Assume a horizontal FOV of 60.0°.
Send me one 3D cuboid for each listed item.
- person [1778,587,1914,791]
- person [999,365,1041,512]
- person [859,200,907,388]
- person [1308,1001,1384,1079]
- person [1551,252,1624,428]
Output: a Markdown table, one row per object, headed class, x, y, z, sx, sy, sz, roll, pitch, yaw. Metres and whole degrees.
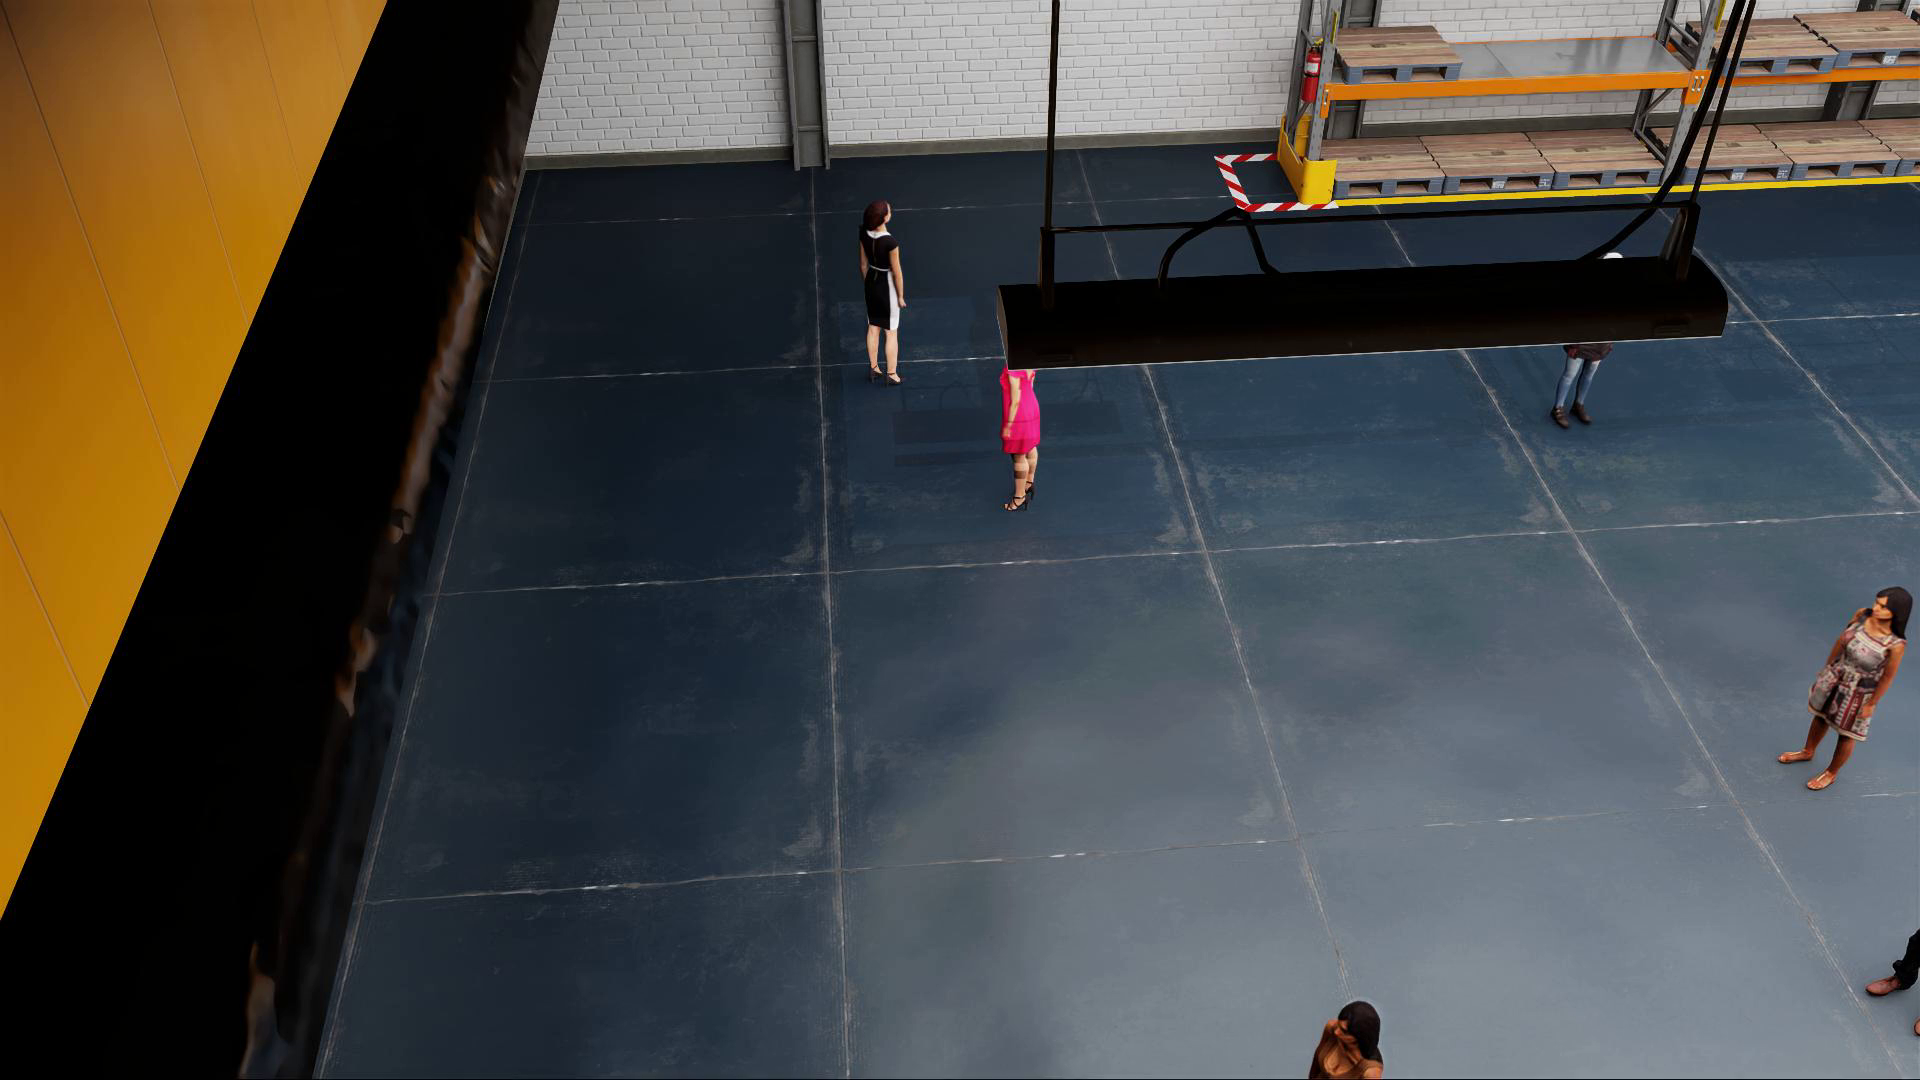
| class | x | y | z | sx | sy | sz | roll | pitch | yaw |
| --- | --- | --- | --- | --- | --- | --- | --- | --- | --- |
| person | 5.821 | 0.941 | 10.825 | 0.608 | 1.645 | 0.696 | -11 | 40 | -14 |
| person | 0.494 | -0.994 | 13.180 | 0.688 | 1.729 | 0.659 | 17 | 42 | 20 |
| person | -0.682 | -2.150 | 14.574 | 0.620 | 1.796 | 0.699 | 24 | 44 | 27 |
| person | 1.913 | 2.865 | 8.381 | 0.626 | 1.688 | 0.637 | -18 | 42 | -21 |
| person | 5.369 | -1.726 | 14.171 | 0.608 | 1.636 | 0.738 | -11 | 40 | -14 |
